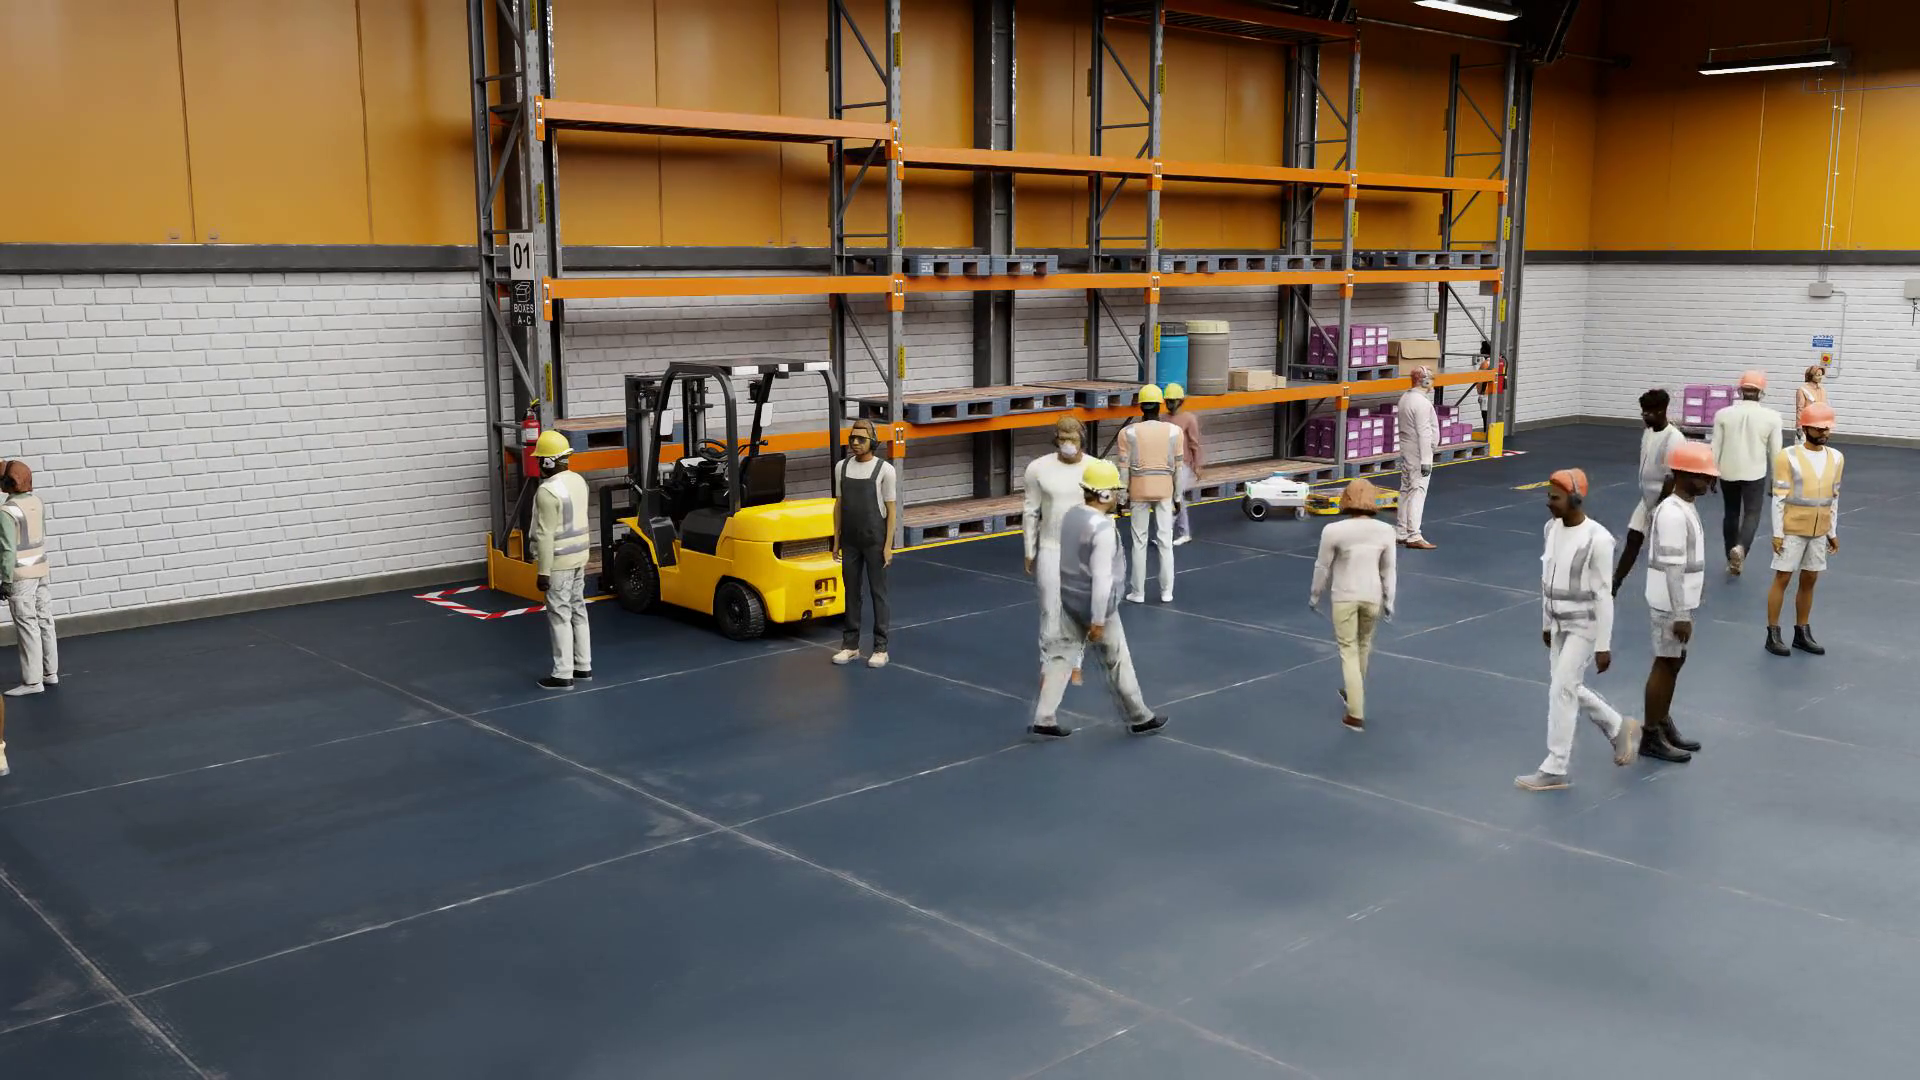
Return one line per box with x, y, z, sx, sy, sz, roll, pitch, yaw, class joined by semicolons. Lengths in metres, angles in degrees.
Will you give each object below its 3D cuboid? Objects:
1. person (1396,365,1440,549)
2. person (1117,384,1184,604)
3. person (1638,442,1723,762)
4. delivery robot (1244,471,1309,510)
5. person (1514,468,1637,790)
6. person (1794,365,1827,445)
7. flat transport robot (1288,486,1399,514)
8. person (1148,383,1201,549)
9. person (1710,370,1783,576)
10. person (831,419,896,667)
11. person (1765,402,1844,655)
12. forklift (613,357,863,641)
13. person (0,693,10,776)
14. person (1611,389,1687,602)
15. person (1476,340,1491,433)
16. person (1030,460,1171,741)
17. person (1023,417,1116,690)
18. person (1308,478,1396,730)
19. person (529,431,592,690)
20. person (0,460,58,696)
4.786;-0.864;17.335;0.408;1.905;0.654;-1;10;-4;person
1.655;-0.393;14.527;0.587;1.922;0.383;-1;10;-4;person
4.350;0.370;10.040;0.390;1.929;0.559;5;11;29;person
3.651;-0.552;19.181;0.707;0.478;0.477;1;10;3;delivery robot
3.596;0.500;9.518;0.786;1.857;0.620;-2;10;-13;person
10.936;-1.428;21.413;0.514;1.641;0.309;-5;11;-27;person
4.679;-0.488;19.908;1.431;0.197;0.652;-5;11;-25;flat transport robot
2.174;-0.752;17.220;0.551;1.721;0.913;9;14;44;person
7.421;-0.623;15.762;0.631;1.970;0.818;7;12;35;person
-0.718;0.021;12.324;0.506;1.847;0.344;4;11;23;person
6.445;-0.083;12.662;0.543;1.939;0.371;-1;10;-7;person
-1.847;-0.414;13.852;1.214;2.155;2.313;-9;13;-42;forklift
-5.739;0.411;9.463;0.381;2.045;0.605;0;10;0;person
5.980;-0.361;14.389;0.992;1.898;0.679;-1;10;-5;person
8.400;-2.336;26.557;0.320;1.697;0.531;6;11;30;person
0.860;0.384;10.394;0.923;1.785;0.596;-5;11;-25;person
0.761;0.107;11.629;0.654;1.920;0.648;1;10;4;person
2.544;0.390;10.893;0.503;1.600;0.795;-2;10;-10;person
-2.815;0.142;11.700;0.404;1.824;0.586;2;10;11;person
-6.489;0.260;11.538;0.307;1.639;0.514;-1;10;-4;person
